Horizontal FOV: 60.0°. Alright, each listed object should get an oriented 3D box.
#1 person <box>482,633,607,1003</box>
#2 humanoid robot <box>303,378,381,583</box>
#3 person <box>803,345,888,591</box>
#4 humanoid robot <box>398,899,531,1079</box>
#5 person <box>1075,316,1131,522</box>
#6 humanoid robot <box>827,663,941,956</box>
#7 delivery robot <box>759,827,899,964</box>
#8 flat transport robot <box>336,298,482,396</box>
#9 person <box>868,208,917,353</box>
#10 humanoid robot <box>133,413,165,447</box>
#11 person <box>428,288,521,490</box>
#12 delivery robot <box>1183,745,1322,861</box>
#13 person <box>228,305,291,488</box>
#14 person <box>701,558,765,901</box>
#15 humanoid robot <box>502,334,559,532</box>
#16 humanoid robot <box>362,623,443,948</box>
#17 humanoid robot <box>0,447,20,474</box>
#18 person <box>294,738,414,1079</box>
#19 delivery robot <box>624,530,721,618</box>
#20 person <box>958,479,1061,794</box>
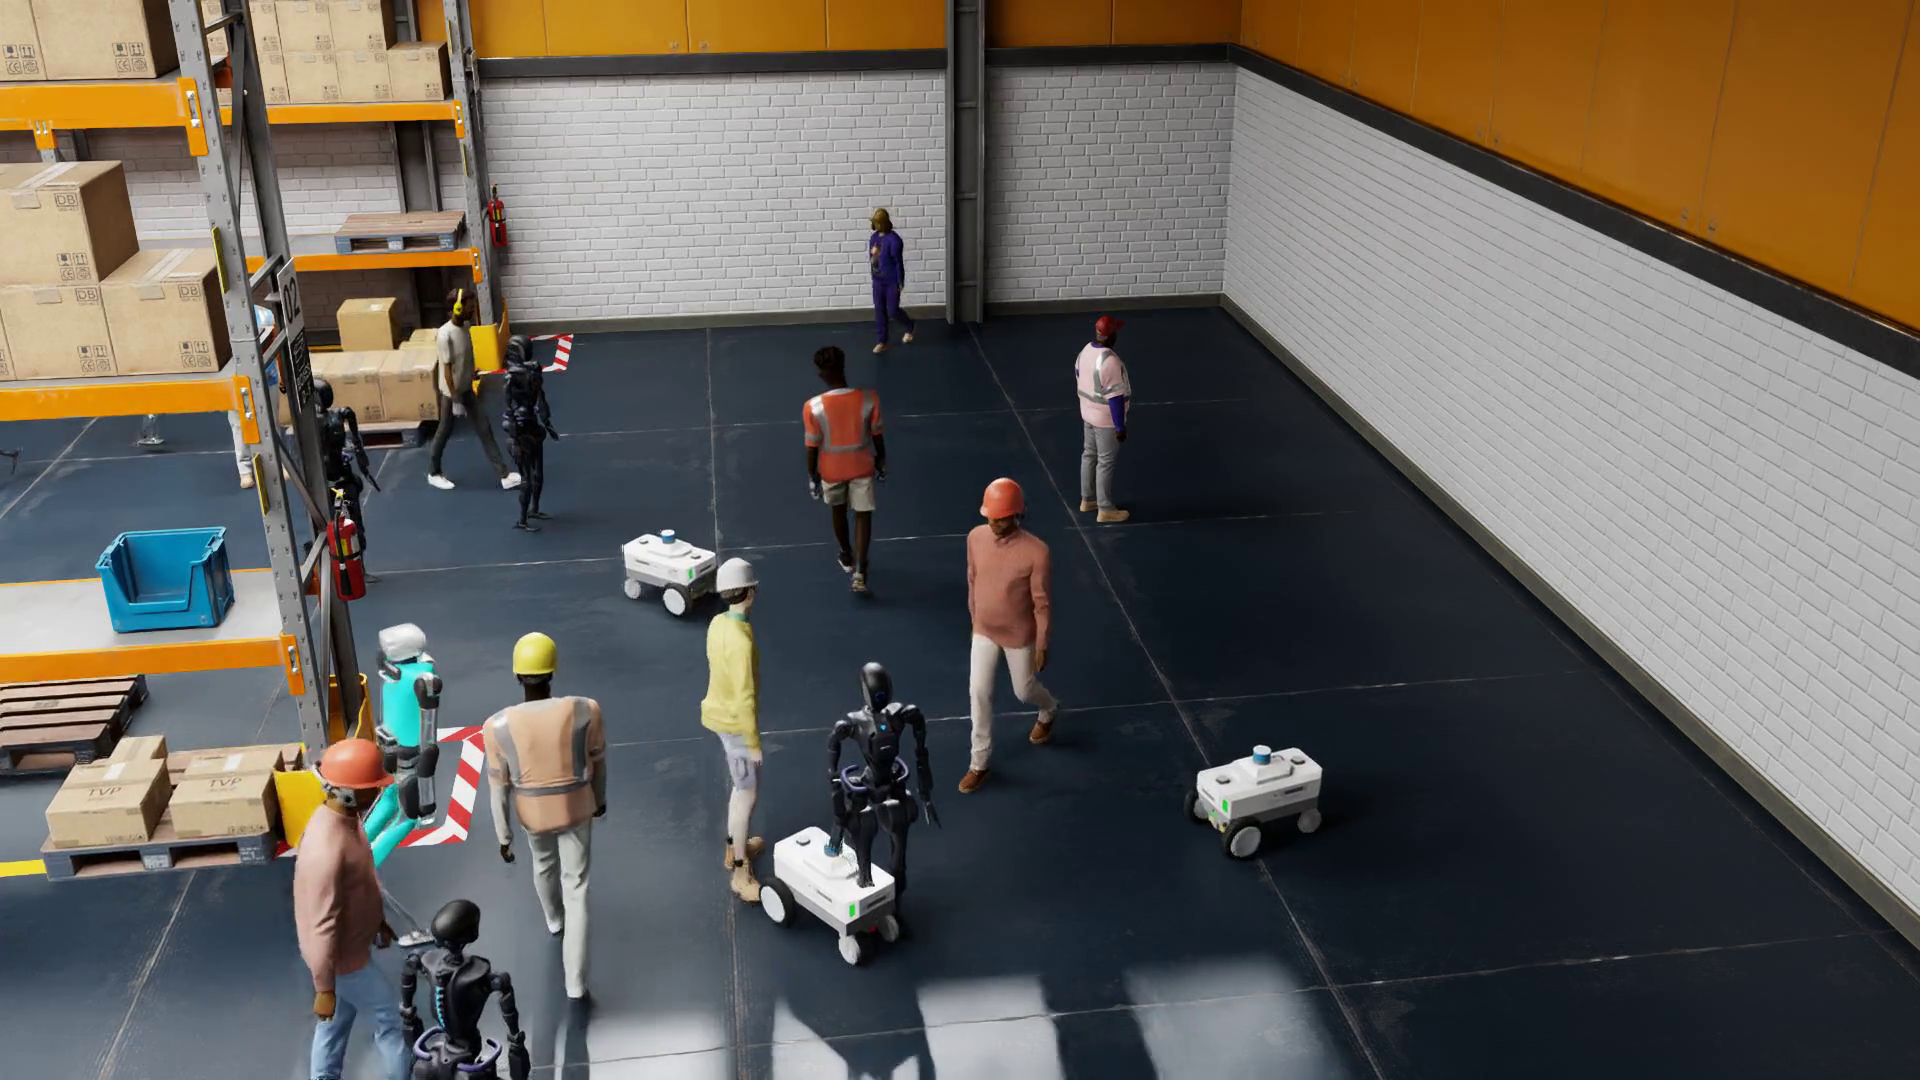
[{"bbox_3d":[-2.041,1.357,8.323,0.576,1.880,1.004,-3,24,-7],"label":"person"},{"bbox_3d":[-4.810,-0.476,12.744,0.601,1.645,0.603,15,28,31],"label":"humanoid robot"},{"bbox_3d":[-0.855,-0.552,12.596,0.636,1.915,0.872,-3,24,-7],"label":"person"},{"bbox_3d":[-2.057,2.198,6.705,0.604,1.648,0.726,7,25,15],"label":"humanoid robot"},{"bbox_3d":[1.211,-1.016,13.860,0.420,1.755,0.622,-11,26,-24],"label":"person"},{"bbox_3d":[-0.398,1.360,8.540,0.592,1.651,0.321,-10,26,-22],"label":"humanoid robot"},{"bbox_3d":[-0.682,1.844,8.860,0.499,0.610,0.811,-21,31,-39],"label":"delivery robot"},{"bbox_3d":[-5.636,-1.545,16.916,1.431,0.231,0.659,-3,24,-8],"label":"flat transport robot"},{"bbox_3d":[-0.768,-2.844,18.188,0.488,1.612,0.533,18,29,35],"label":"person"},{"bbox_3d":[-7.551,-1.627,15.306,0.870,1.786,0.572,6,24,14],"label":"humanoid robot"},{"bbox_3d":[-4.286,-1.282,14.405,1.008,1.798,0.556,7,25,15],"label":"person"},{"bbox_3d":[1.740,1.473,9.675,0.769,0.587,0.499,-10,26,-22],"label":"delivery robot"},{"bbox_3d":[-6.215,-1.371,14.572,0.629,1.836,0.429,-15,28,-30],"label":"person"},{"bbox_3d":[-1.203,1.044,9.071,0.391,1.840,0.730,-6,24,-14],"label":"person"},{"bbox_3d":[-3.559,-0.897,13.687,0.357,1.652,0.589,7,25,15],"label":"humanoid robot"},{"bbox_3d":[-3.006,1.336,8.529,0.785,1.777,0.569,-21,31,-39],"label":"humanoid robot"},{"bbox_3d":[-8.570,-1.216,14.436,0.613,1.636,0.531,21,31,40],"label":"humanoid robot"},{"bbox_3d":[-2.569,1.774,7.280,0.877,1.939,0.661,-7,25,-15],"label":"person"},{"bbox_3d":[-2.171,0.220,12.541,0.792,0.595,0.499,14,27,29],"label":"delivery robot"},{"bbox_3d":[0.323,0.518,10.120,0.620,1.965,0.901,15,28,31],"label":"person"}]
